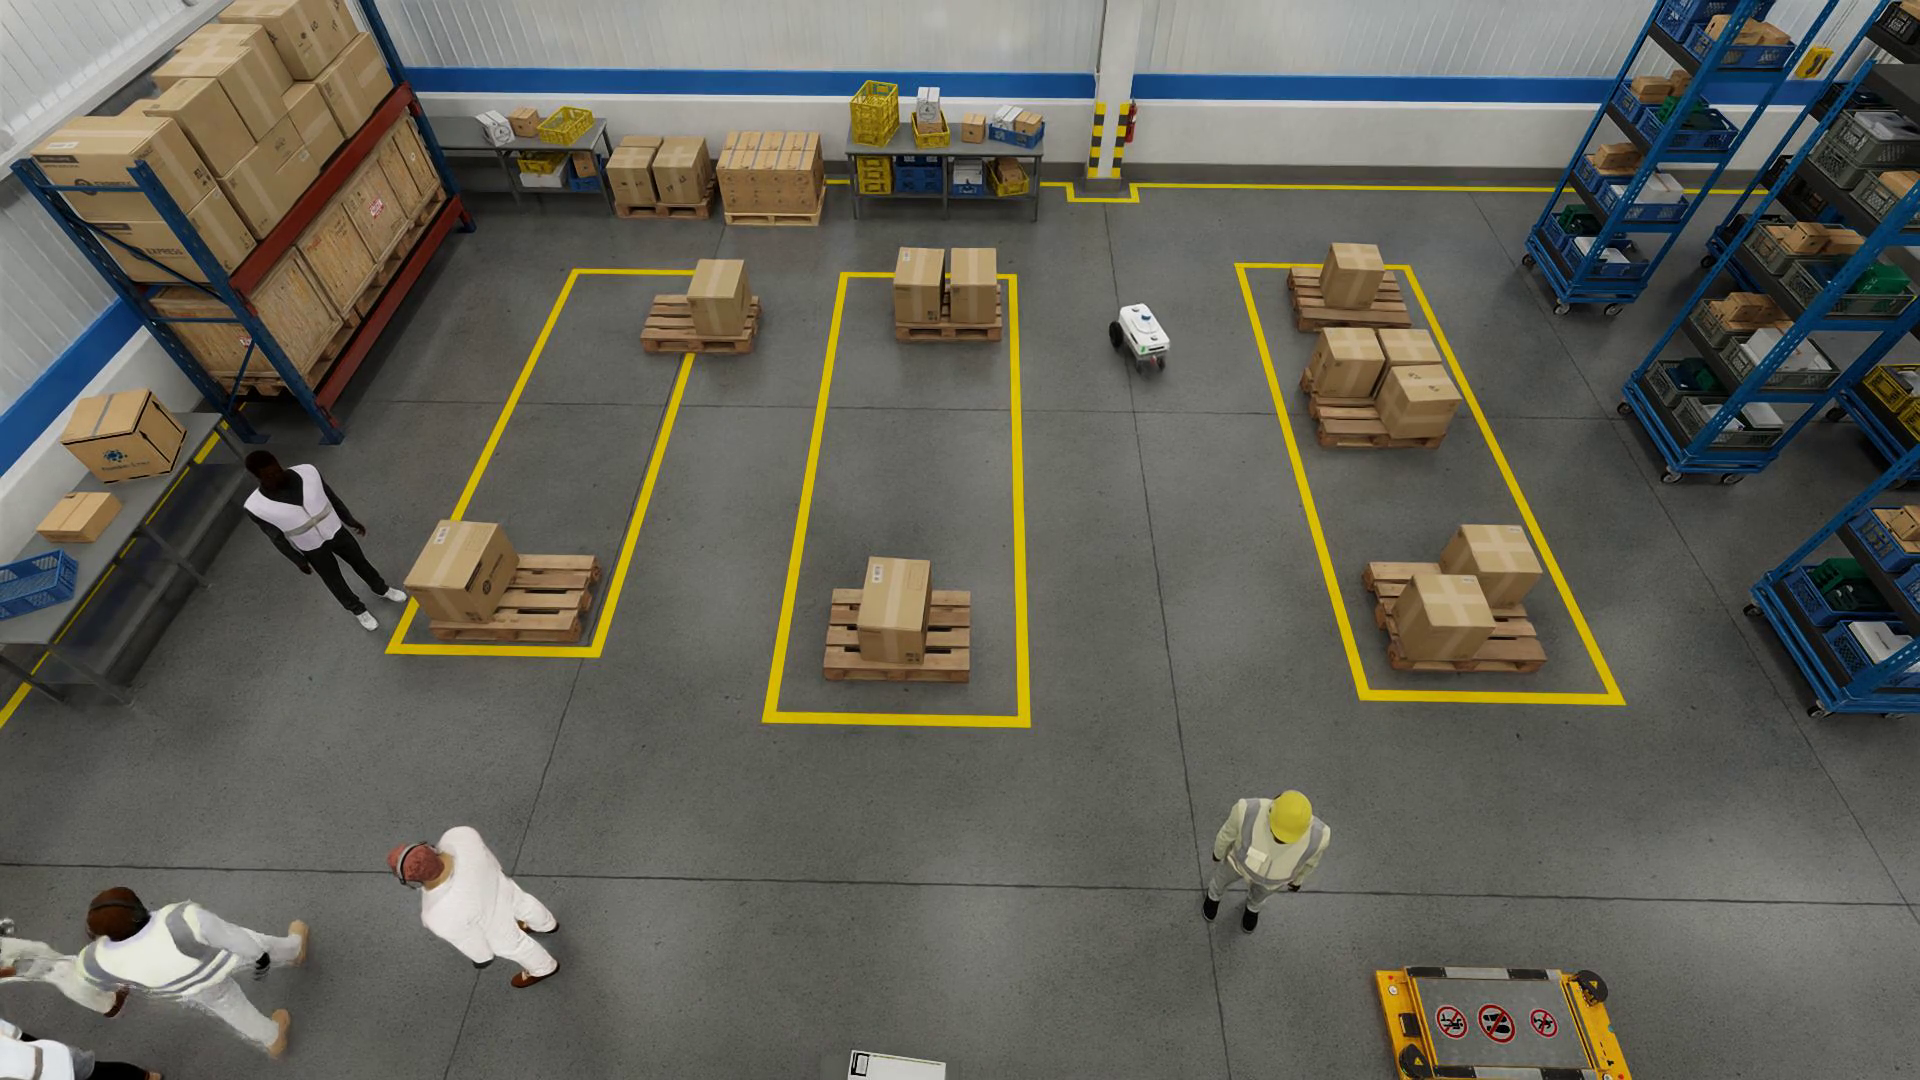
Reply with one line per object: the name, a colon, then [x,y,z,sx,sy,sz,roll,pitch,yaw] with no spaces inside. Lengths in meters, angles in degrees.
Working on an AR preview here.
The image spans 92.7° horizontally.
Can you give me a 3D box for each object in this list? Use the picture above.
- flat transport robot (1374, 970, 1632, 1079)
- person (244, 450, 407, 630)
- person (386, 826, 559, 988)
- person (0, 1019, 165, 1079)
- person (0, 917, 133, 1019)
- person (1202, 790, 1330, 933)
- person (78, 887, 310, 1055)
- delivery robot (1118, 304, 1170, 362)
flat transport robot: [3.501,3.133,5.914,1.431,0.197,0.652,1,51,1]
person: [-5.172,-0.021,7.429,0.392,1.922,0.590,21,54,17]
person: [-2.916,2.263,5.581,0.399,1.902,0.643,-9,51,-7]
person: [-5.108,3.017,5.098,0.319,1.694,0.537,-27,56,-20]
person: [-5.748,2.463,5.470,0.573,1.831,0.382,37,60,26]
person: [1.902,2.038,5.814,0.596,1.826,0.403,16,53,13]
person: [-4.514,2.474,5.465,0.625,1.808,0.845,-25,55,-19]
delivery robot: [2.023,-2.298,10.101,0.477,0.478,0.707,-12,52,-10]
